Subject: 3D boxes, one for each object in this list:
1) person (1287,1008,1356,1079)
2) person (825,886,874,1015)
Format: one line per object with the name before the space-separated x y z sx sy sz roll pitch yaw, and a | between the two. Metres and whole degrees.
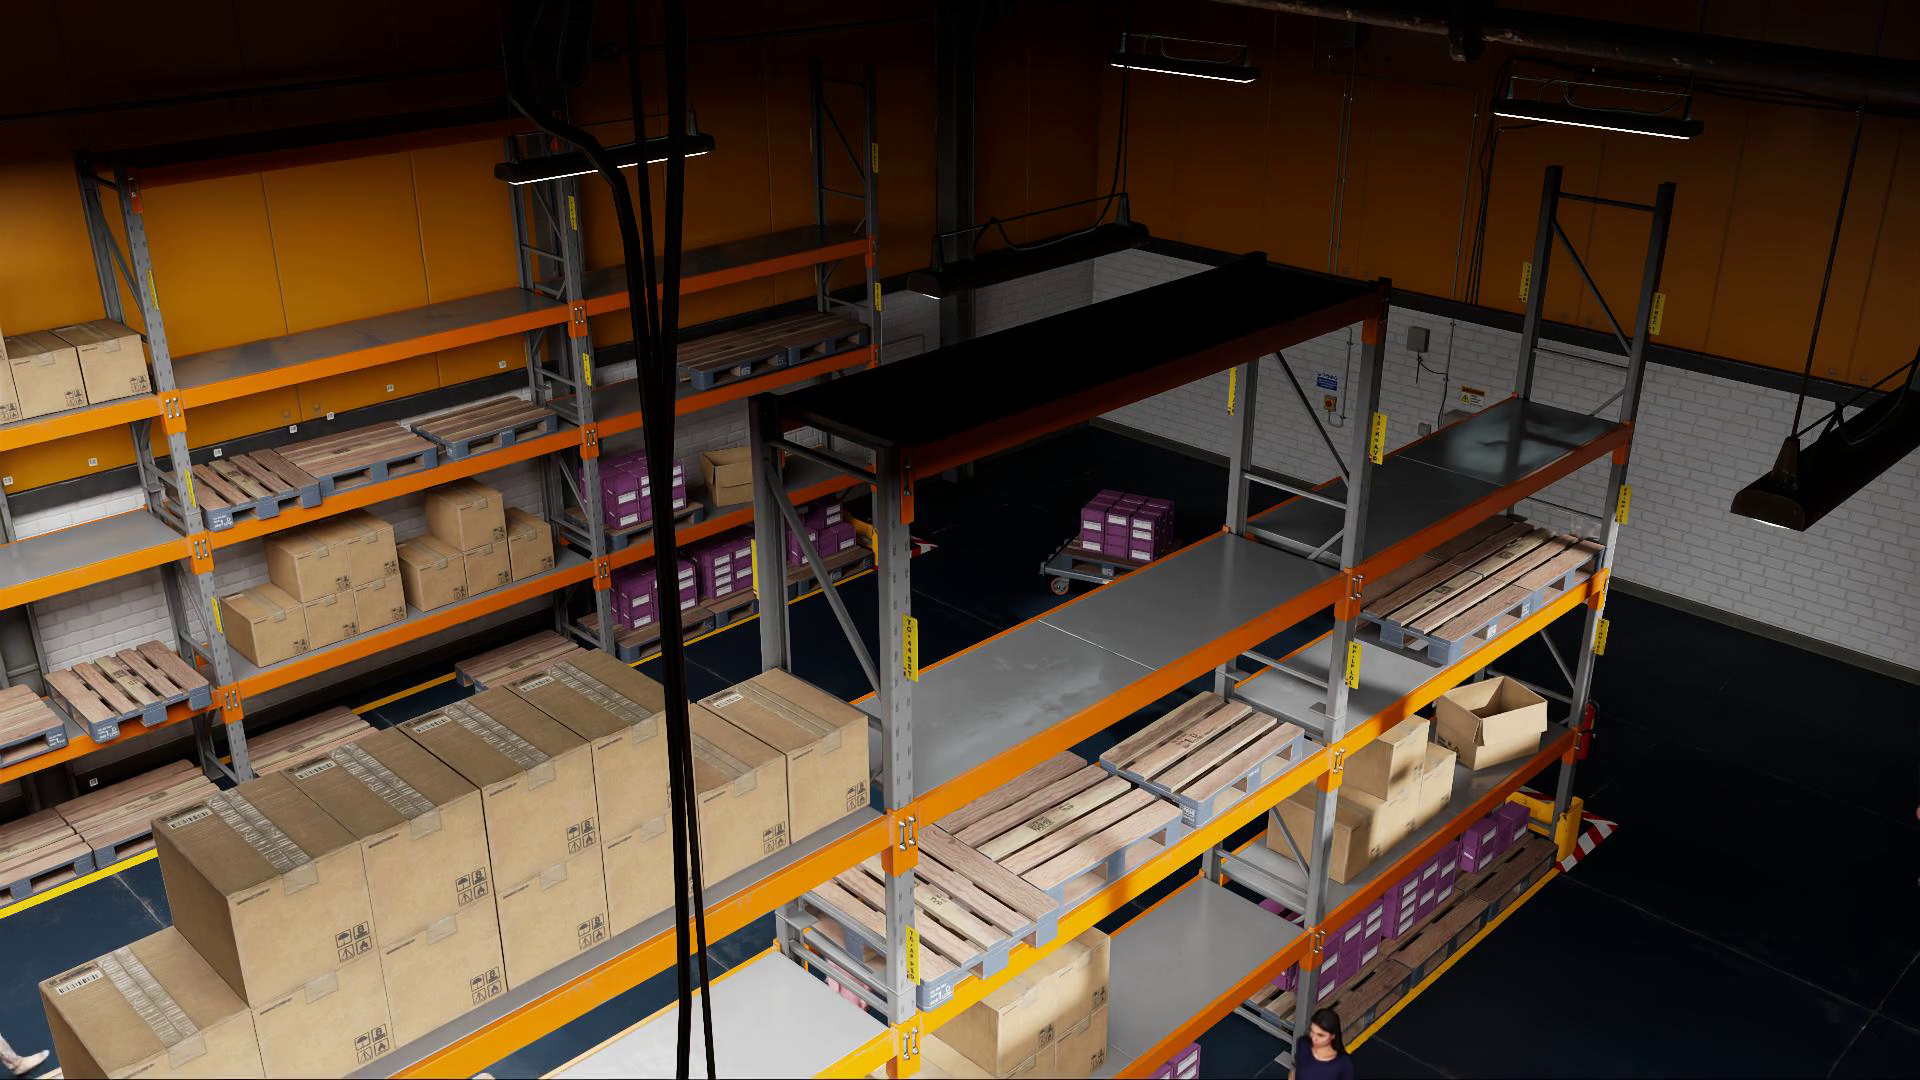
person | 2.350 3.701 10.712 0.585 1.757 0.574 -20 30 -38
person | -0.769 3.140 11.938 0.607 1.802 0.503 22 32 40
